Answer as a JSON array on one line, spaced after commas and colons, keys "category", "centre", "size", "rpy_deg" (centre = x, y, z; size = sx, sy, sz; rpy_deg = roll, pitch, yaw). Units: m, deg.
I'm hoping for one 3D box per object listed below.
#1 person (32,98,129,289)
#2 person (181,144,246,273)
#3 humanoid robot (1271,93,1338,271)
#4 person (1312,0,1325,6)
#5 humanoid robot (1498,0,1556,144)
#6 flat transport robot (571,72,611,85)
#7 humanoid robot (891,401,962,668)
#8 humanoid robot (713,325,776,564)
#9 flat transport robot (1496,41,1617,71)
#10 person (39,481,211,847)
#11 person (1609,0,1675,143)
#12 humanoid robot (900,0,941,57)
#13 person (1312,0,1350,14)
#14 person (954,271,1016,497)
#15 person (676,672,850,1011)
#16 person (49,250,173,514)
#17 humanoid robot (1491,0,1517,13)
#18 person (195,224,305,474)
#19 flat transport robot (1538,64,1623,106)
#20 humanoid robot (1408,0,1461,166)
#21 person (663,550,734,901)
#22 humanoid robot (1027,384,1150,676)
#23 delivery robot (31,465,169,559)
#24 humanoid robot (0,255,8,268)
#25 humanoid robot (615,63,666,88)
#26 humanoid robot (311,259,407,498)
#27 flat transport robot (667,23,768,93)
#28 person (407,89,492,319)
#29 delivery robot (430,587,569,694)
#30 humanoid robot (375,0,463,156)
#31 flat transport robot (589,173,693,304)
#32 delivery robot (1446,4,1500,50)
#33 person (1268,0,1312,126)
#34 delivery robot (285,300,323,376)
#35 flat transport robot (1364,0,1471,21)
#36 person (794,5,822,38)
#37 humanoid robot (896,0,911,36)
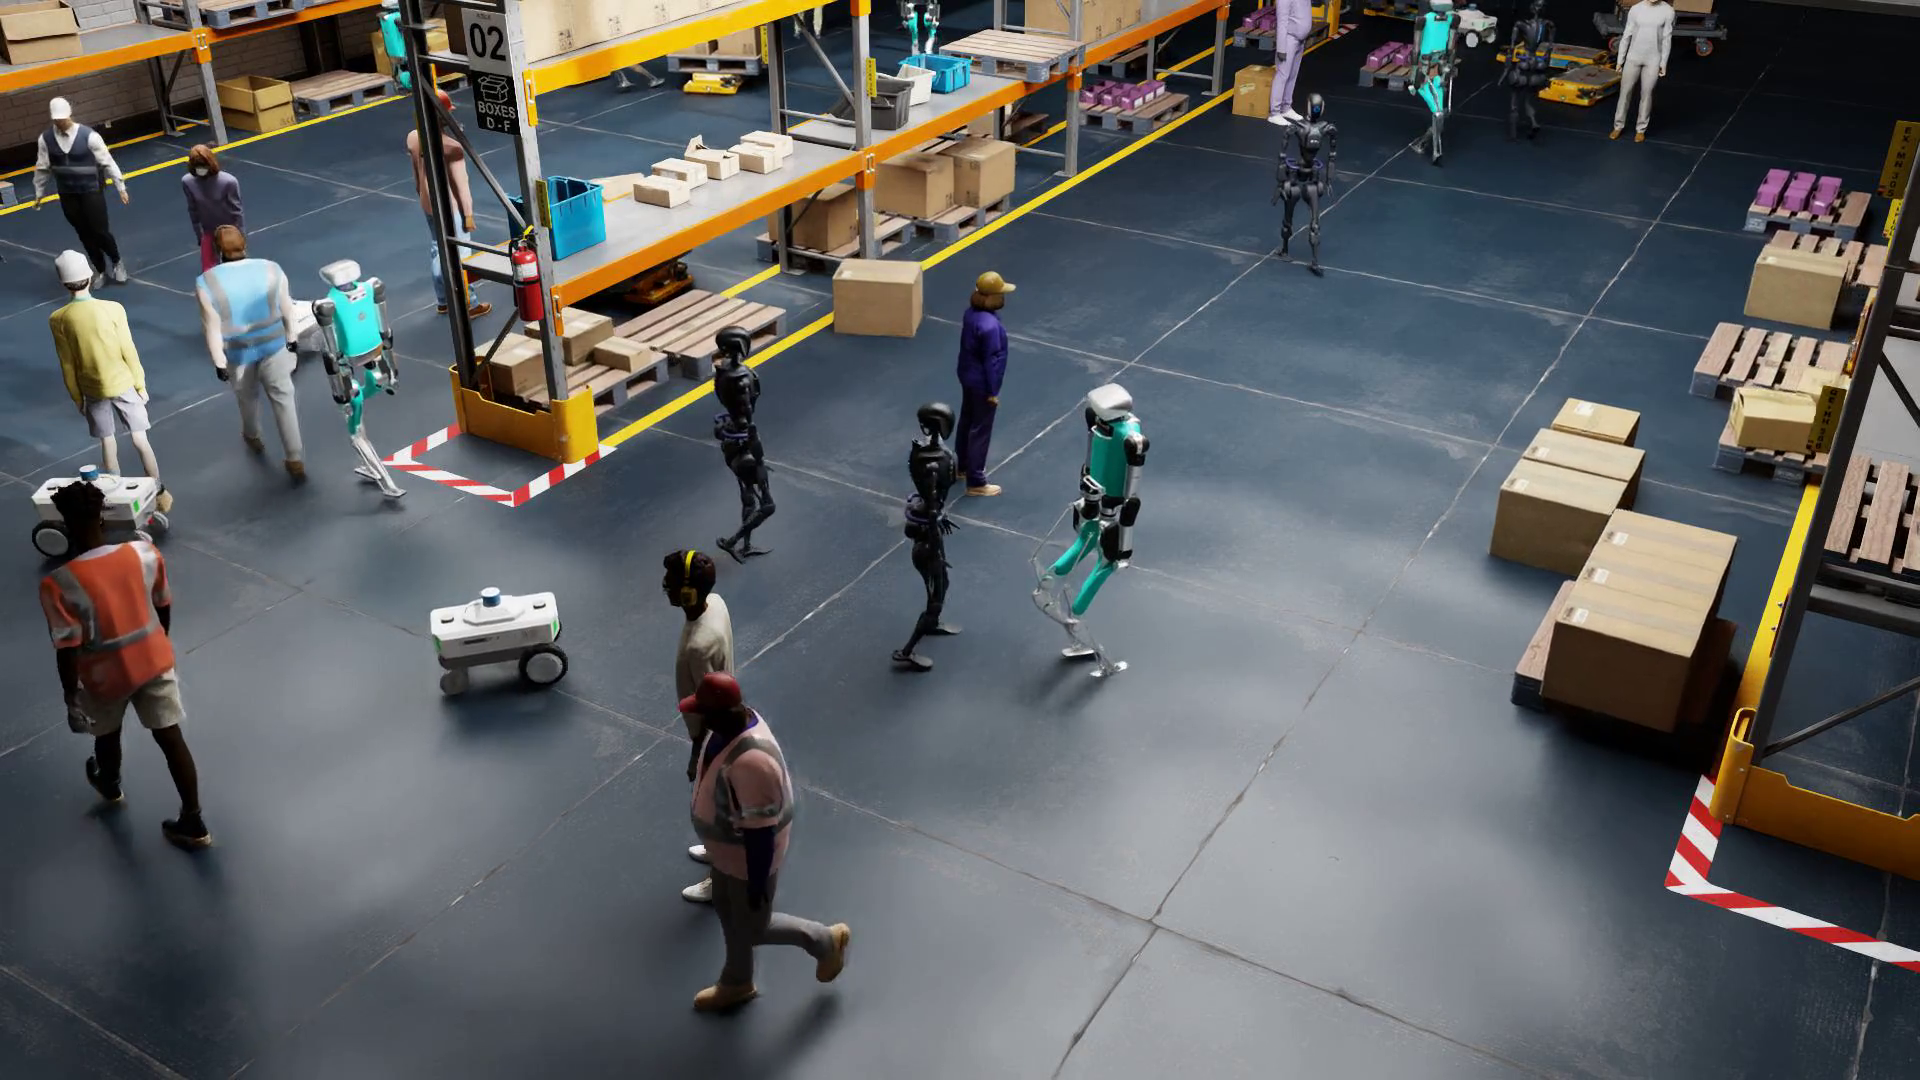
[{"category": "person", "centre": [-7.900, -3.109, 14.941], "size": [0.766, 1.741, 0.473], "rpy_deg": [-3, 30, -5]}, {"category": "person", "centre": [-6.270, -2.548, 14.077], "size": [0.495, 1.610, 0.605], "rpy_deg": [-2, 30, -3]}, {"category": "humanoid robot", "centre": [3.198, -3.299, 15.370], "size": [0.599, 1.628, 0.727], "rpy_deg": [-4, 30, -7]}, {"category": "person", "centre": [5.261, -8.930, 25.309], "size": [0.887, 1.667, 0.556], "rpy_deg": [2, 30, 3]}, {"category": "humanoid robot", "centre": [6.484, -5.338, 18.955], "size": [0.586, 1.647, 0.449], "rpy_deg": [-6, 30, -11]}, {"category": "flat transport robot", "centre": [-5.367, -6.265, 22.024], "size": [1.431, 0.231, 0.659], "rpy_deg": [20, 35, 31]}, {"category": "humanoid robot", "centre": [-0.190, -0.055, 9.618], "size": [0.427, 1.634, 0.600], "rpy_deg": [0, 29, 1]}, {"category": "humanoid robot", "centre": [-1.422, -0.605, 10.584], "size": [0.425, 1.649, 0.601], "rpy_deg": [-12, 32, -20]}, {"category": "flat transport robot", "centre": [8.079, -6.531, 22.494], "size": [1.431, 0.231, 0.659], "rpy_deg": [20, 35, 32]}, {"category": "person", "centre": [-4.180, 0.606, 8.200], "size": [0.977, 1.900, 0.676], "rpy_deg": [22, 36, 33]}, {"category": "person", "centre": [7.833, -5.519, 19.071], "size": [0.556, 1.890, 0.385], "rpy_deg": [12, 32, 21]}, {"category": "humanoid robot", "centre": [-0.474, -6.756, 21.491], "size": [0.548, 1.853, 0.790], "rpy_deg": [5, 30, 8]}, {"category": "person", "centre": [5.611, -8.731, 24.840], "size": [0.588, 1.799, 0.896], "rpy_deg": [24, 37, 35]}, {"category": "person", "centre": [0.183, -1.093, 11.513], "size": [0.387, 1.613, 0.462], "rpy_deg": [-8, 31, -15]}, {"category": "person", "centre": [-0.866, 1.304, 7.151], "size": [0.624, 1.729, 0.628], "rpy_deg": [-12, 32, -21]}, {"category": "person", "centre": [-5.688, -1.009, 11.096], "size": [0.482, 1.888, 0.403], "rpy_deg": [-11, 31, -18]}, {"category": "humanoid robot", "centre": [8.326, -8.841, 25.136], "size": [0.599, 1.657, 0.315], "rpy_deg": [6, 30, 11]}, {"category": "person", "centre": [-5.021, -1.380, 11.840], "size": [0.646, 1.790, 0.976], "rpy_deg": [-19, 35, -30]}, {"category": "flat transport robot", "centre": [8.011, -5.808, 21.215], "size": [0.659, 0.231, 1.431], "rpy_deg": [24, 37, 36]}, {"category": "humanoid robot", "centre": [5.318, -5.018, 18.363], "size": [0.530, 1.782, 1.004], "rpy_deg": [-6, 30, -11]}, {"category": "person", "centre": [-1.200, 0.868, 7.781], "size": [0.326, 1.871, 0.517], "rpy_deg": [-1, 29, -1]}, {"category": "humanoid robot", "centre": [0.671, -0.007, 9.434], "size": [0.663, 1.775, 0.541], "rpy_deg": [-14, 32, -23]}, {"category": "delivery robot", "centre": [-5.711, -0.219, 11.019], "size": [0.759, 0.575, 0.499], "rpy_deg": [-1, 29, -1]}, {"category": "humanoid robot", "centre": [-8.283, -2.375, 13.772], "size": [0.765, 1.645, 0.592], "rpy_deg": [22, 36, 34]}, {"category": "humanoid robot", "centre": [-4.189, -6.509, 20.964], "size": [0.546, 1.754, 0.938], "rpy_deg": [20, 35, 31]}, {"category": "humanoid robot", "centre": [-4.194, -1.119, 11.413], "size": [0.896, 1.747, 0.566], "rpy_deg": [19, 35, 30]}, {"category": "flat transport robot", "centre": [-3.080, -6.110, 21.751], "size": [0.659, 0.231, 1.431], "rpy_deg": [5, 30, 8]}, {"category": "person", "centre": [-4.400, -2.872, 14.285], "size": [0.600, 1.986, 0.398], "rpy_deg": [15, 33, 25]}, {"category": "delivery robot", "centre": [-2.687, 0.548, 9.665], "size": [0.766, 0.579, 0.499], "rpy_deg": [-9, 31, -15]}, {"category": "humanoid robot", "centre": [-6.001, -5.292, 18.821], "size": [0.546, 1.768, 0.946], "rpy_deg": [25, 38, 37]}, {"category": "flat transport robot", "centre": [-3.235, -2.445, 15.267], "size": [1.431, 0.231, 0.659], "rpy_deg": [13, 32, 22]}, {"category": "delivery robot", "centre": [7.219, -7.240, 23.473], "size": [0.499, 0.610, 0.788], "rpy_deg": [-21, 36, -33]}, {"category": "person", "centre": [3.946, -5.896, 19.724], "size": [0.403, 1.900, 0.633], "rpy_deg": [18, 34, 28]}, {"category": "delivery robot", "centre": [-5.610, -1.687, 13.645], "size": [0.499, 0.604, 0.808], "rpy_deg": [8, 30, 13]}, {"category": "flat transport robot", "centre": [6.852, -7.910, 24.935], "size": [0.659, 0.231, 1.431], "rpy_deg": [-26, 39, -38]}, {"category": "person", "centre": [-2.138, -8.024, 23.640], "size": [0.573, 1.736, 0.431], "rpy_deg": [-4, 30, -7]}, {"category": "humanoid robot", "centre": [-0.755, -8.111, 23.867], "size": [0.481, 1.644, 0.611], "rpy_deg": [-22, 36, -33]}]
